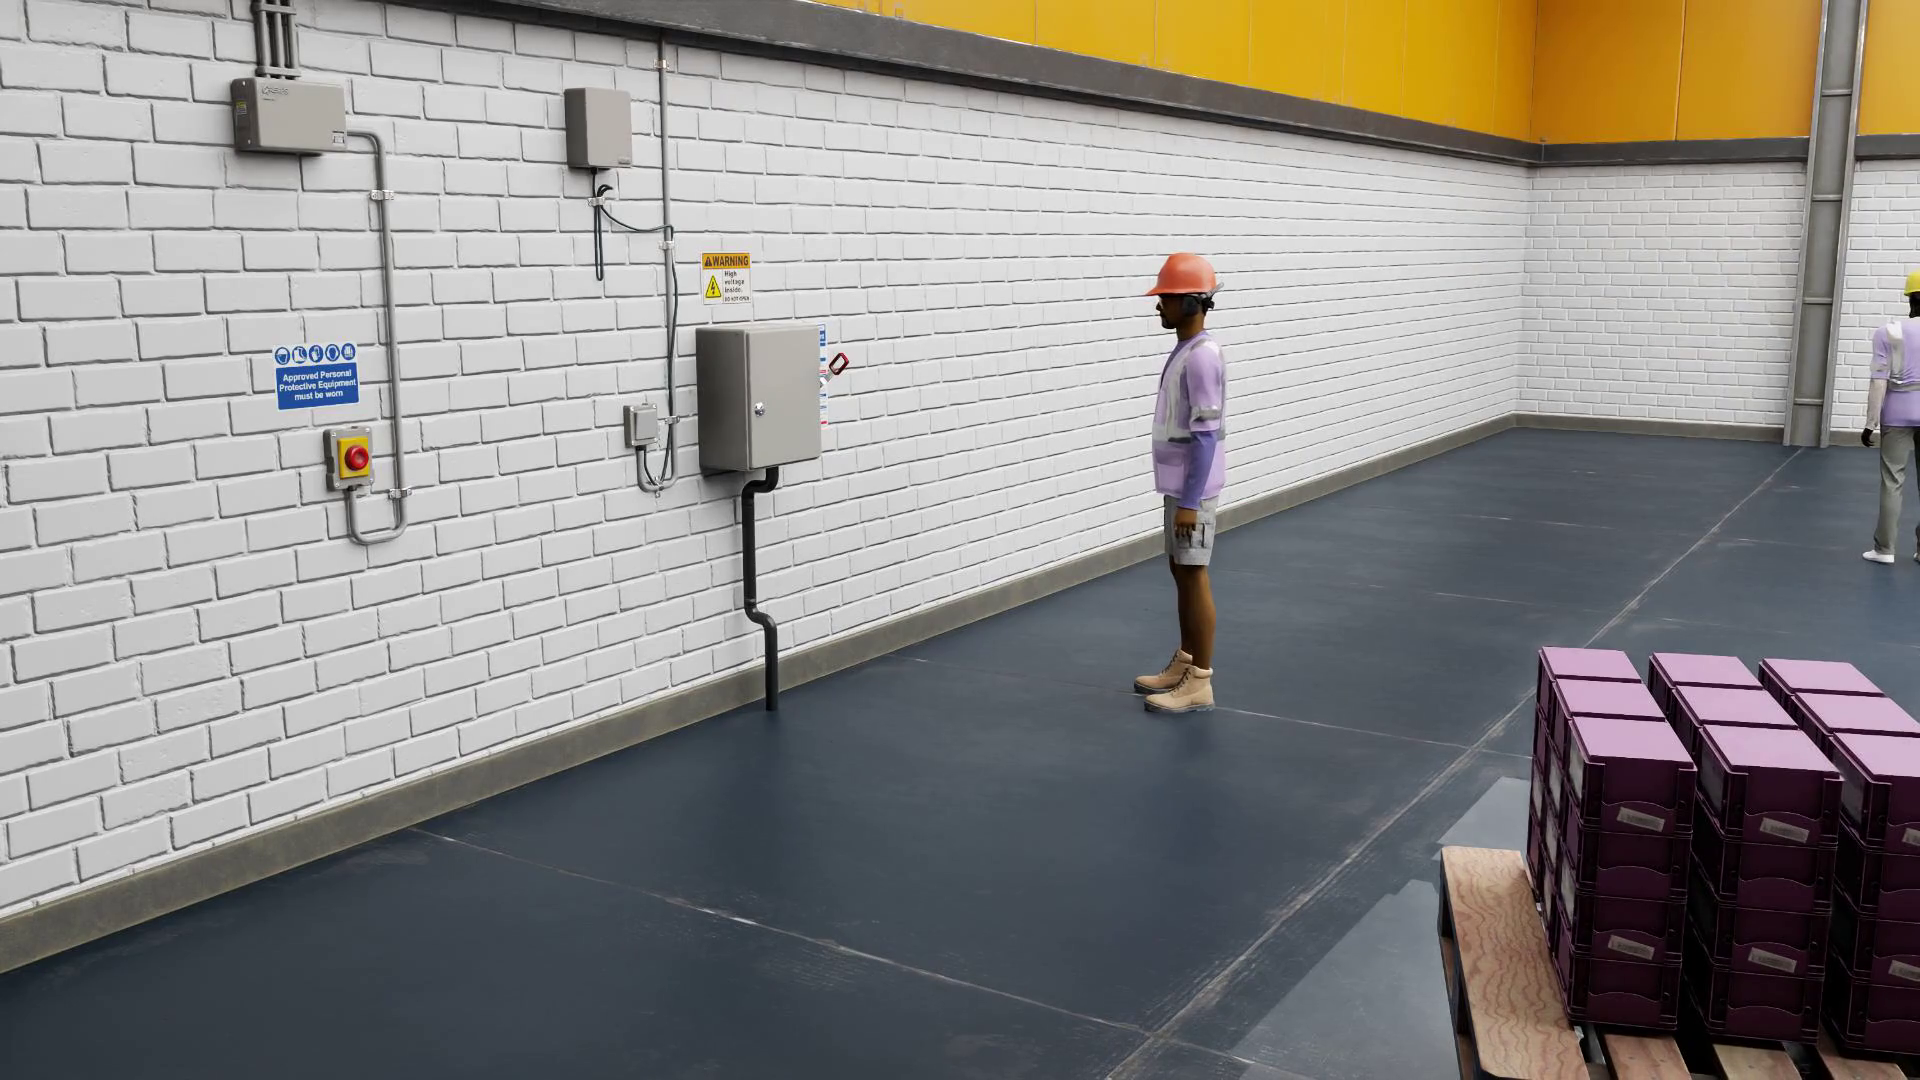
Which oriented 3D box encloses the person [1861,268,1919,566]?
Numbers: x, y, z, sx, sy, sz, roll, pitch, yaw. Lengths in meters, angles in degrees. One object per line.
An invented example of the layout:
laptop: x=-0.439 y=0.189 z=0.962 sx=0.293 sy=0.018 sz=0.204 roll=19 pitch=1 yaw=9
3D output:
person: x=6.158 y=-0.789 z=10.759 sx=0.594 sy=1.922 sz=0.382 roll=2 pitch=10 yaw=9

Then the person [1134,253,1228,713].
person: x=0.993 y=-0.248 z=7.438 sx=0.375 sy=2.044 sz=0.607 roll=0 pitch=10 yaw=-1
